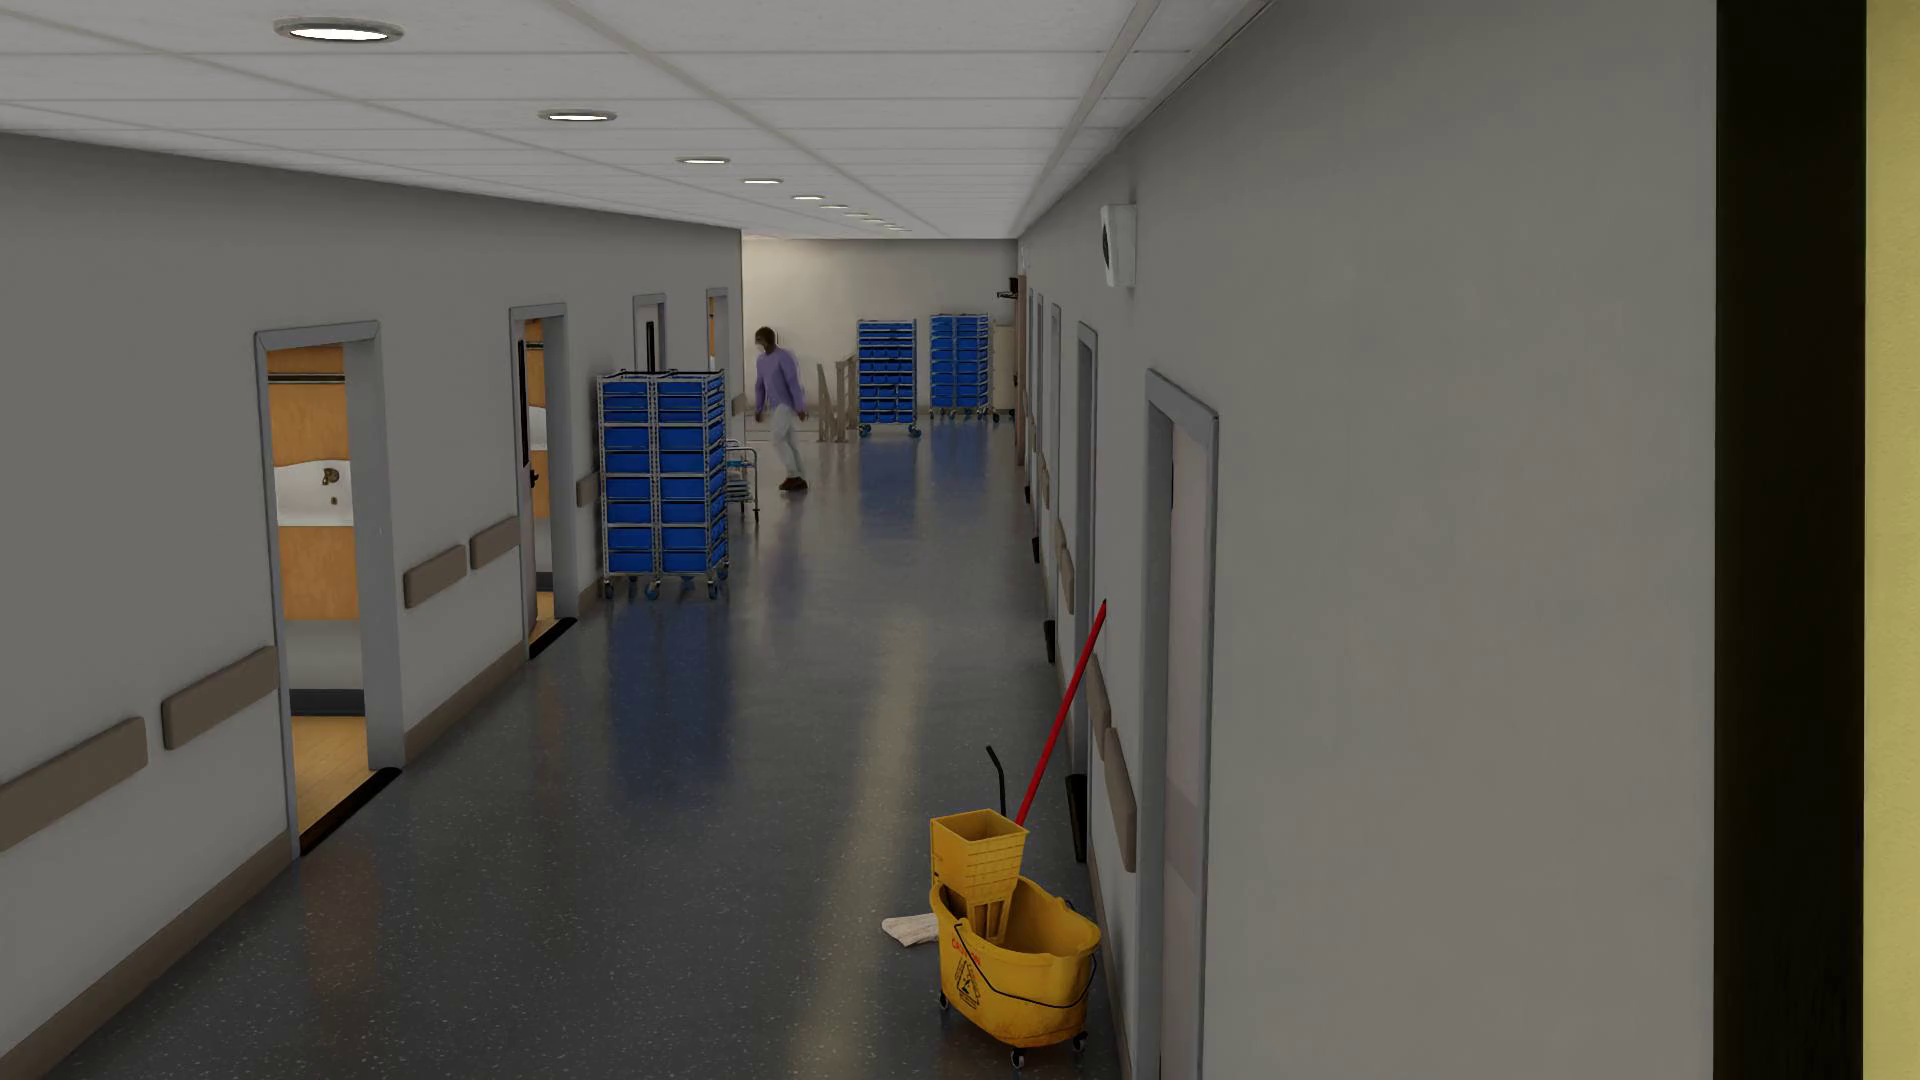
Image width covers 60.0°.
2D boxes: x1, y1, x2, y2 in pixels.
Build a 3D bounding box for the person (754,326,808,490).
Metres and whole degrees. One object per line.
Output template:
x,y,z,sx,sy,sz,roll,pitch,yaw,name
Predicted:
-2.059,-1.513,19.136,0.598,1.896,0.636,-6,11,-32,person
